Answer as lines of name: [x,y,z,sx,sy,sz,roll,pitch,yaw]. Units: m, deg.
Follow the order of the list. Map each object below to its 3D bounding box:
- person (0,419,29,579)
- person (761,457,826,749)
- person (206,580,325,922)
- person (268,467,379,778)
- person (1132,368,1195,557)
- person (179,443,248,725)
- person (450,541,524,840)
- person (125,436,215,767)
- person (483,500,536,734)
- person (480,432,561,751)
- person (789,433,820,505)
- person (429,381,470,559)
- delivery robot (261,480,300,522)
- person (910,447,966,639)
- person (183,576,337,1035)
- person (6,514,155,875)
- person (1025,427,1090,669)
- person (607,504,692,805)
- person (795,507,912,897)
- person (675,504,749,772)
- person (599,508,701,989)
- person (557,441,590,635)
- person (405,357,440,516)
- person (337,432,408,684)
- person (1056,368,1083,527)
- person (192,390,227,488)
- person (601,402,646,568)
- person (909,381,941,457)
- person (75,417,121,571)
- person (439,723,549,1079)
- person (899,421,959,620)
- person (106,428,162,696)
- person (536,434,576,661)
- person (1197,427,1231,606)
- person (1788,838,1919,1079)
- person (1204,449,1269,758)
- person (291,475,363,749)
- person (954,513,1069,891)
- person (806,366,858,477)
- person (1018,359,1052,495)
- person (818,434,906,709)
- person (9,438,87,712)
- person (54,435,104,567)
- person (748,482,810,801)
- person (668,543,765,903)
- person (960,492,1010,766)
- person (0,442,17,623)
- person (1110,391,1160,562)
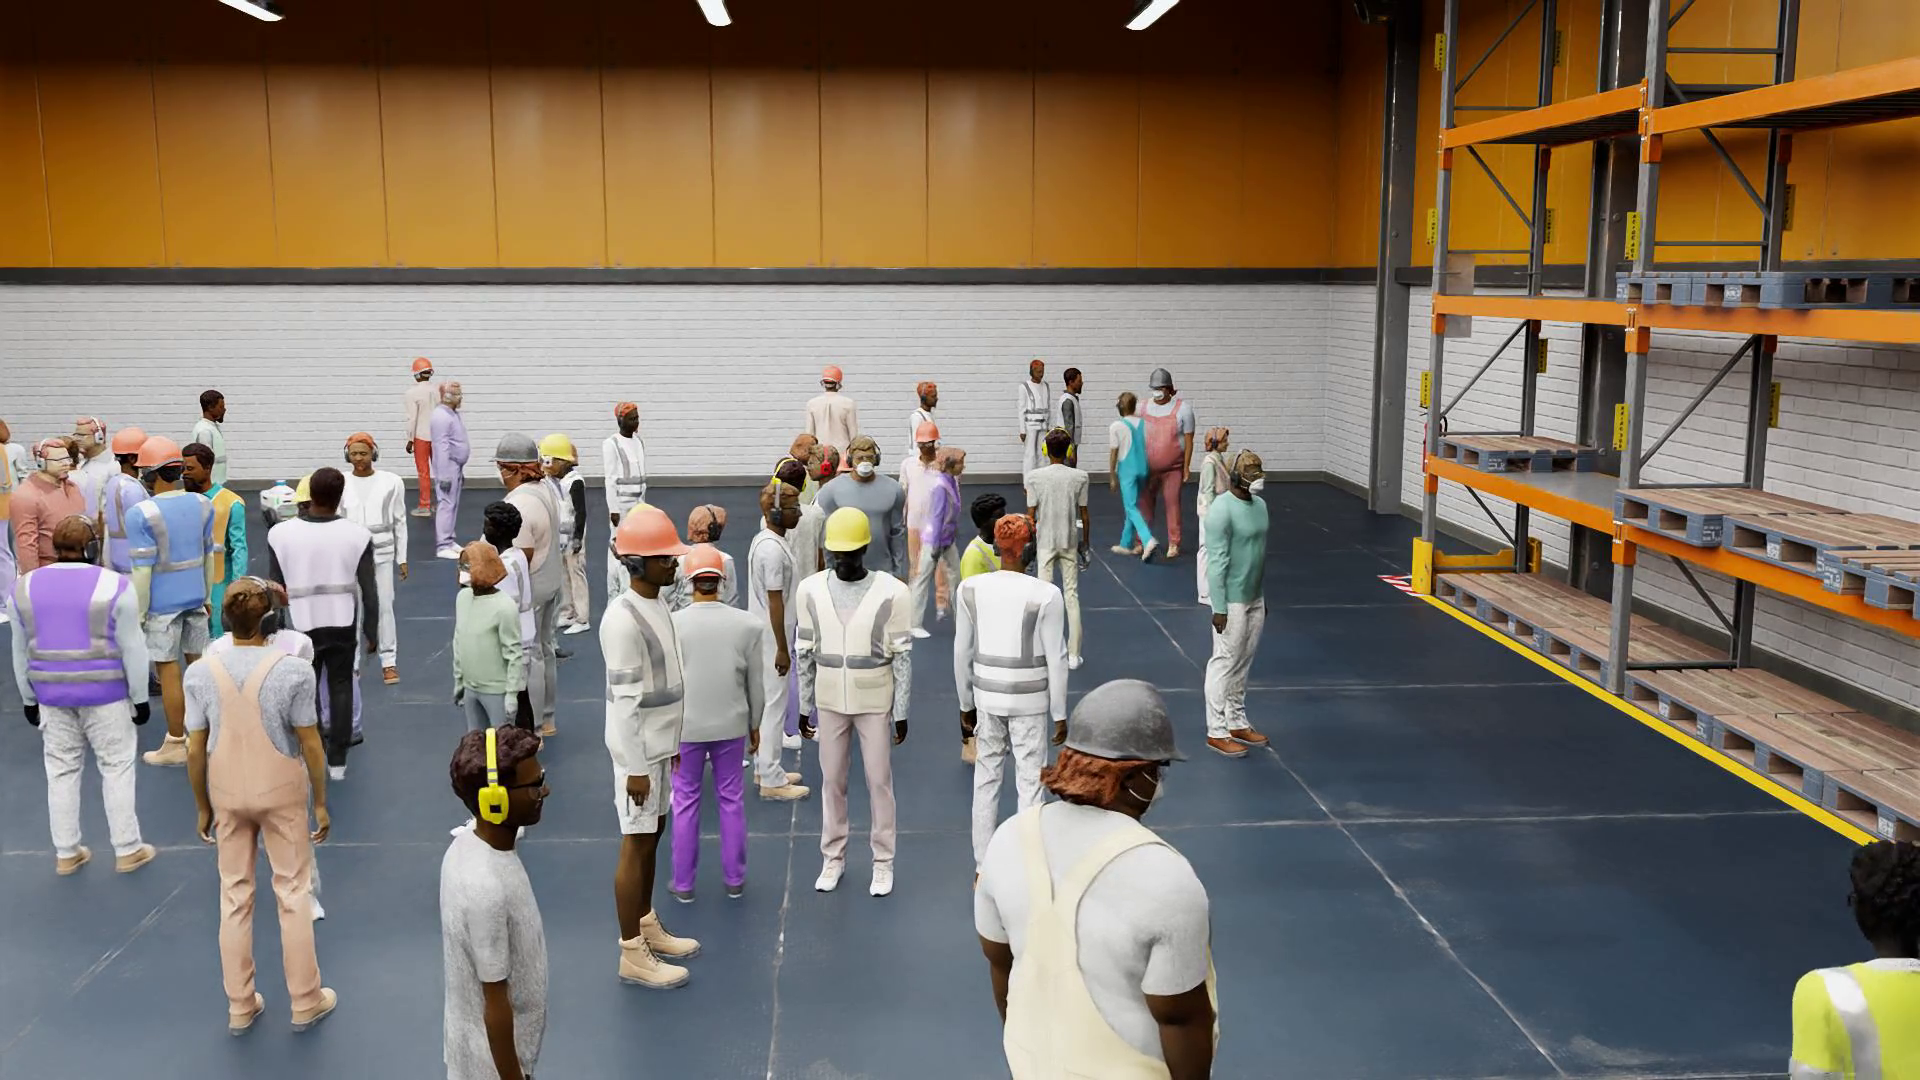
person: [-9.487,-0.403,16.464,0.504,1.631,0.279,-3,9,-17]
person: [-1.079,0.403,10.657,0.521,1.873,0.334,-9,12,-43]
person: [-3.351,0.969,7.973,0.522,1.597,0.850,-6,11,-35]
person: [-3.792,0.505,9.944,0.619,1.890,0.467,-3,10,-21]
person: [2.145,-0.830,17.872,0.690,2.000,0.538,4,10,21]
person: [-5.028,0.301,11.150,0.591,1.919,0.392,3,9,17]
person: [-2.518,0.809,8.849,0.498,1.634,0.282,7,11,37]
person: [-4.872,0.379,10.269,0.371,2.044,0.608,4,10,21]
person: [-2.694,0.609,9.911,0.315,1.696,0.540,-1,9,-8]
person: [-2.832,0.322,10.636,0.537,2.000,0.682,0,9,1]
person: [-1.393,-0.142,14.859,0.279,1.628,0.504,6,11,34]
person: [-5.457,-0.761,17.868,0.397,1.907,0.649,-1,9,-6]
delivery robot: [-8.144,-0.473,19.986,0.477,0.478,0.707,-7,11,-37]
person: [-0.108,0.028,13.871,0.684,1.595,0.544,2,9,14]
person: [-2.788,1.064,6.626,0.528,1.846,0.371,-1,9,-6]
person: [-4.419,0.785,8.395,0.645,1.833,0.430,-1,9,-4]
person: [0.741,0.066,12.779,0.523,1.870,0.317,0,9,-3]
person: [-1.767,0.655,9.477,0.494,1.743,0.309,0,9,1]
person: [-0.524,0.785,8.119,0.586,1.920,0.398,2,9,13]
person: [-1.535,0.599,10.154,0.523,1.640,0.306,7,11,38]
person: [-1.321,0.877,7.142,0.378,2.045,0.605,0,9,2]
person: [-3.322,-0.026,14.078,0.305,1.640,0.522,-7,12,-38]
person: [-6.719,-1.298,20.953,0.375,1.995,0.611,6,11,32]
person: [-4.369,0.142,12.265,0.576,1.881,0.354,-3,9,-18]
person: [1.315,-1.116,20.051,0.393,1.919,0.589,0,9,1]
person: [-7.349,-0.515,16.316,0.385,1.910,0.594,-3,10,-19]
person: [-3.024,-0.315,15.133,0.361,1.883,0.574,3,10,21]
person: [-0.381,-0.771,17.989,0.337,1.882,0.584,2,9,12]
person: [-6.869,-0.028,13.250,0.637,1.911,0.406,4,10,24]
person: [-1.194,1.398,4.410,0.328,1.873,0.519,-4,10,-22]
person: [-0.286,-0.169,14.615,0.563,1.752,0.326,2,9,14]
person: [-5.913,0.159,11.981,0.361,1.938,0.545,-8,12,-41]
person: [-3.201,0.083,12.870,0.480,1.805,0.637,0,9,0]
person: [2.332,-0.222,15.301,0.312,1.642,0.512,3,9,17]
person: [2.248,1.571,3.925,0.557,1.671,0.565,-1,9,-9]
person: [1.768,0.388,10.541,0.358,1.938,0.636,7,11,36]
person: [-4.065,0.462,10.610,0.532,1.770,0.322,7,11,36]
person: [0.254,0.805,8.096,0.585,1.882,0.337,5,10,26]
person: [-1.451,-0.995,19.044,0.611,1.996,0.378,2,9,10]
person: [1.042,-1.540,22.850,0.585,1.879,0.370,-8,12,-42]
person: [-0.672,0.232,11.520,0.633,1.938,0.356,-3,10,-19]
person: [-6.254,0.240,11.571,0.402,1.906,0.652,1,9,5]
person: [-6.631,0.133,12.476,0.351,1.838,0.511,3,10,18]
person: [-1.063,0.579,9.634,0.325,1.843,0.517,-2,9,-12]
person: [-1.228,0.882,8.065,0.573,1.741,0.355,-3,10,-20]
person: [0.162,0.546,10.307,0.317,1.695,0.540,3,9,17]
person: [-8.427,-0.229,14.452,0.388,1.927,0.589,-5,10,-27]
person: [1.878,-0.677,17.681,0.524,1.808,0.926,-5,10,-29]
